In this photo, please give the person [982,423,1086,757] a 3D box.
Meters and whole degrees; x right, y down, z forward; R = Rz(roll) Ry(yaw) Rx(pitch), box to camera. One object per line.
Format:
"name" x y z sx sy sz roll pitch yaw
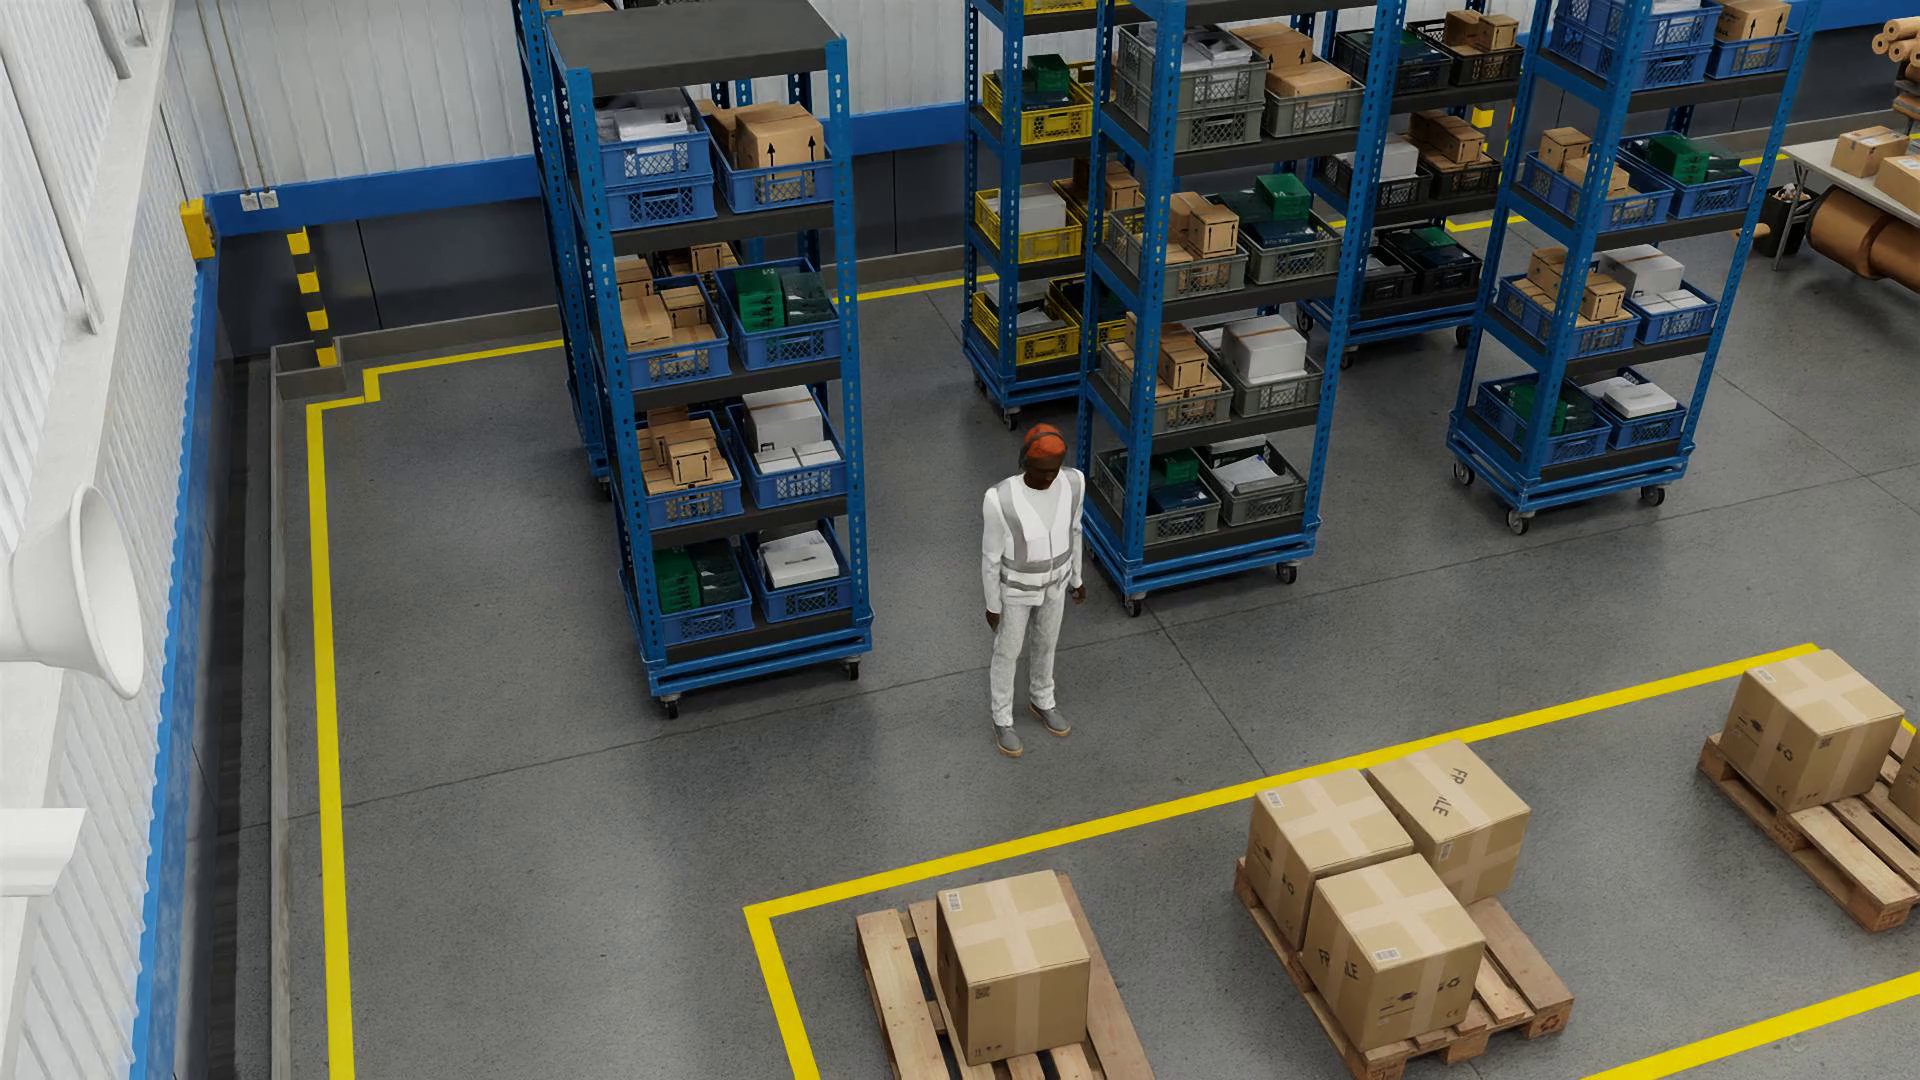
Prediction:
"person" 0.372 0.241 8.313 0.573 1.884 0.355 -18 39 -24
